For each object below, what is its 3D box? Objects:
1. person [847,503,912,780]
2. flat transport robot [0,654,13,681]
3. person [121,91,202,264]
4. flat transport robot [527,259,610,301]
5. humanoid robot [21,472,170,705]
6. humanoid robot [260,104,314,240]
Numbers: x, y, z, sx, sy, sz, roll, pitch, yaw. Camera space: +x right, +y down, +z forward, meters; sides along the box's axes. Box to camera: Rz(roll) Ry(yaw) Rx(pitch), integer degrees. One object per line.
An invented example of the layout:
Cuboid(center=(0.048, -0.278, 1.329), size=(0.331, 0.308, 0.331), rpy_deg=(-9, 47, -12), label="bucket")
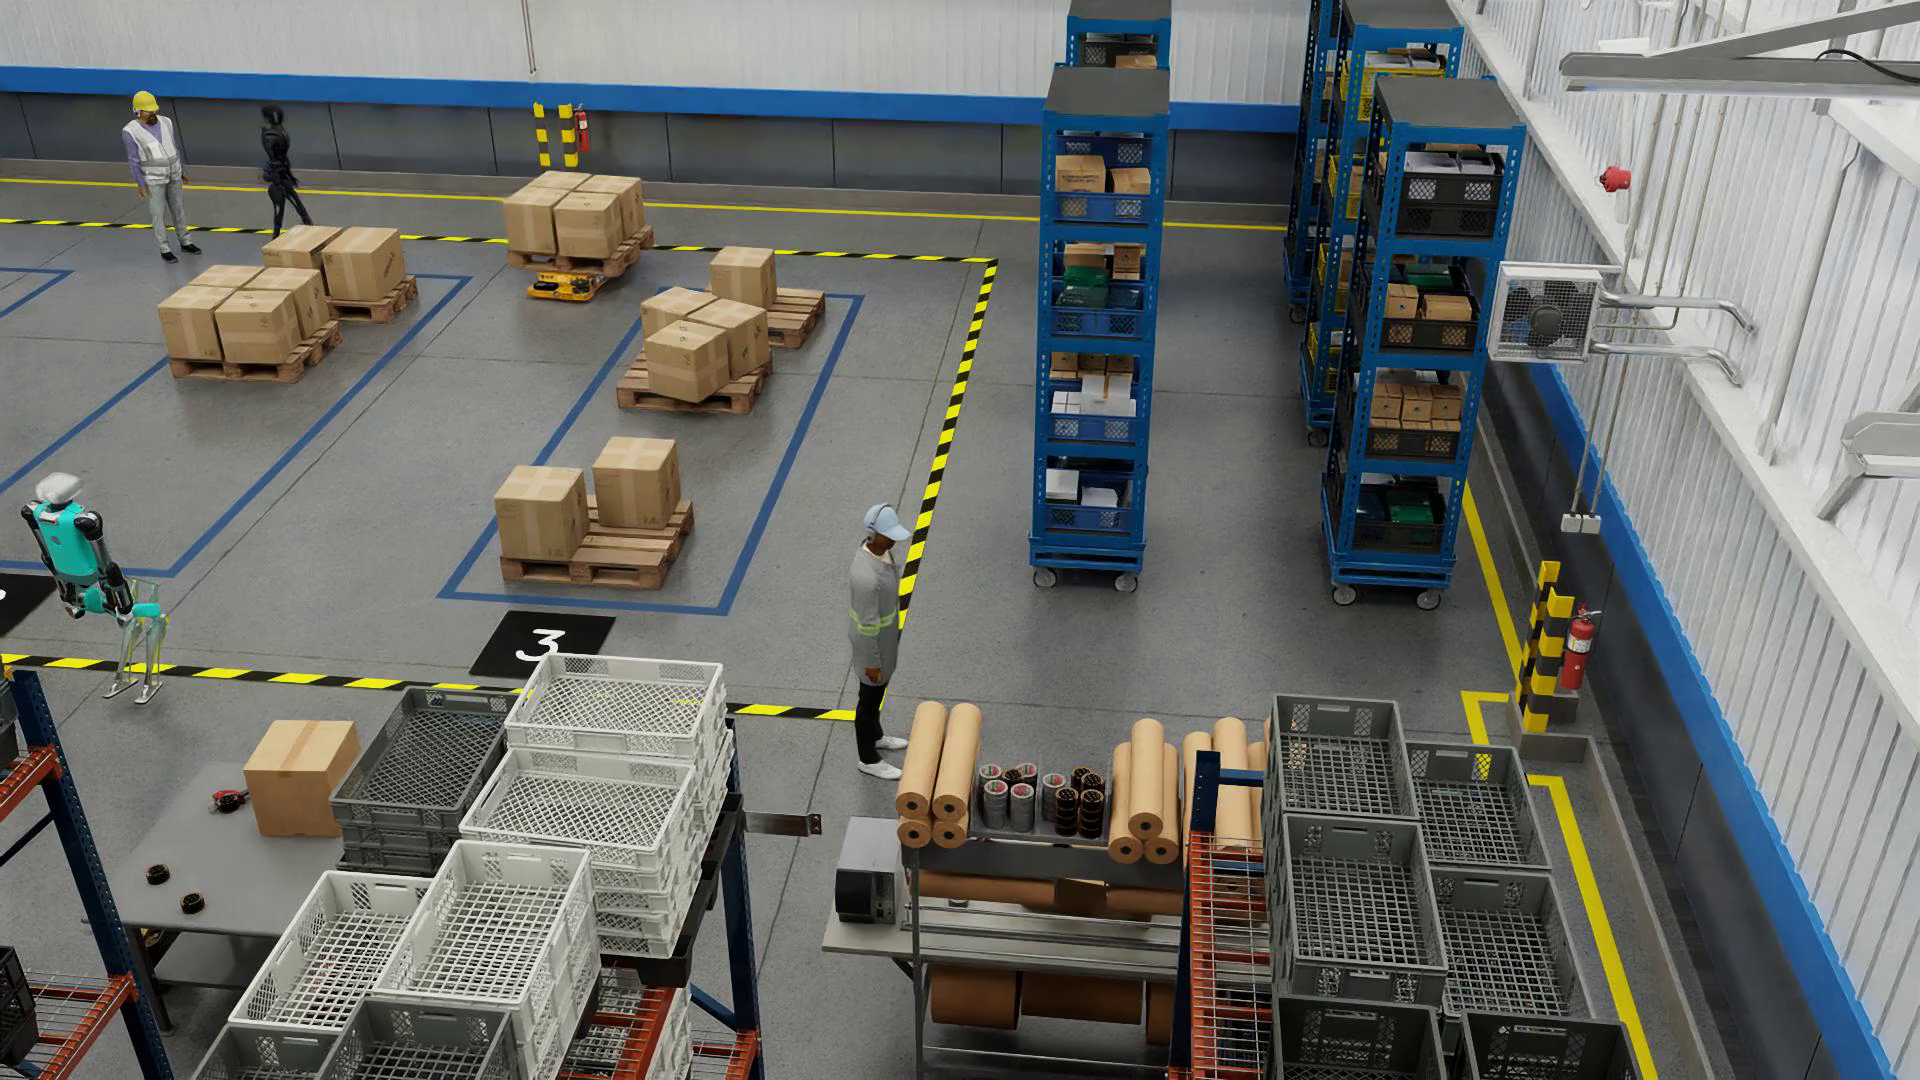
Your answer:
Cuboid(center=(-0.472, 0.593, 10.086), size=(0.405, 1.848, 0.588), rpy_deg=(3, 30, 6), label="person")
Cuboid(center=(-7.142, 0.969, 11.010), size=(1.431, 0.231, 0.659), rpy_deg=(3, 30, 6), label="flat transport robot")
Cuboid(center=(-8.551, -3.898, 17.816), size=(0.404, 1.827, 0.600), rpy_deg=(17, 34, 27), label="person")
Cuboid(center=(-3.988, -2.907, 17.639), size=(0.652, 0.197, 1.431), rpy_deg=(6, 31, 11), label="flat transport robot")
Cuboid(center=(-5.413, 0.254, 10.650), size=(0.533, 1.671, 0.735), rpy_deg=(9, 31, 15), label="humanoid robot")
Cuboid(center=(-7.281, -3.899, 17.991), size=(0.710, 1.629, 0.612), rpy_deg=(-3, 30, -5), label="humanoid robot")
